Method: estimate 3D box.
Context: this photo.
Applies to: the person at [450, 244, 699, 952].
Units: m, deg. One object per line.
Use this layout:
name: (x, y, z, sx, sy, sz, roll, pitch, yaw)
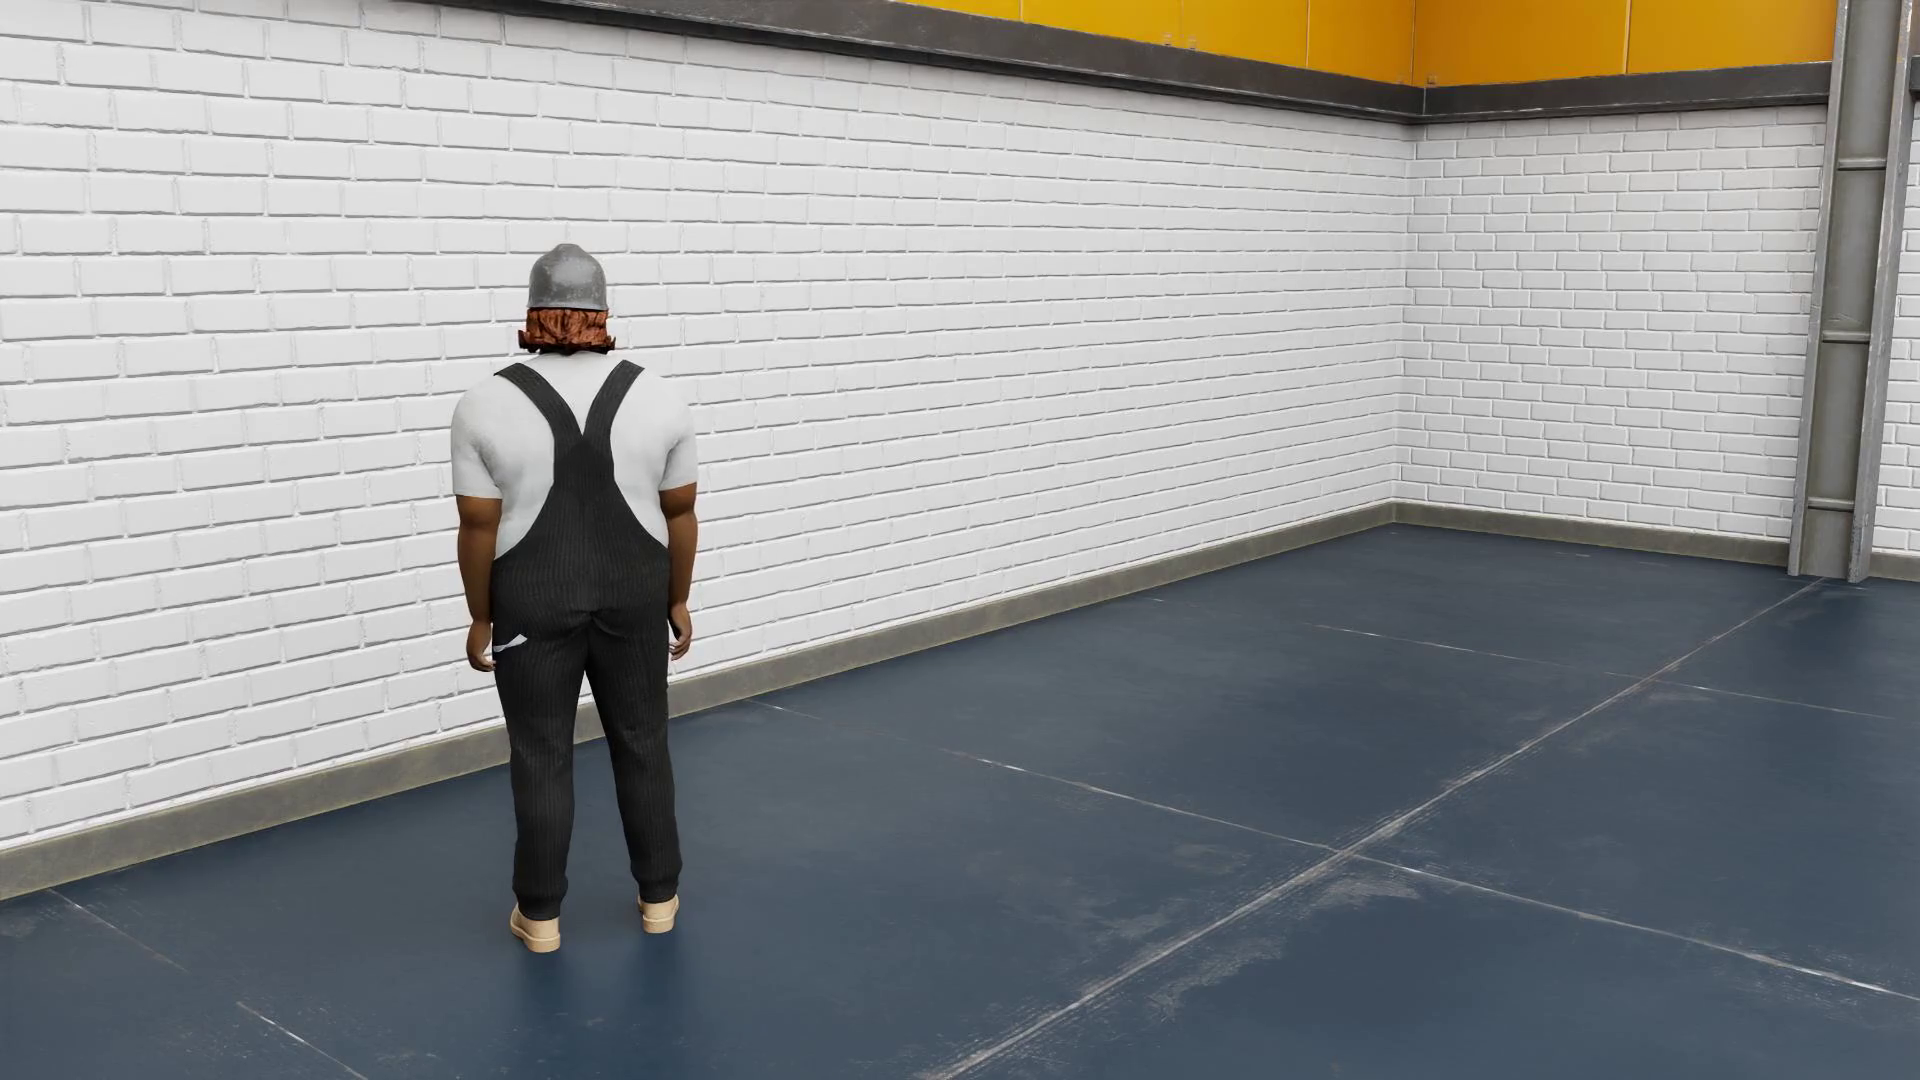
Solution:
person: (-1.119, 0.162, 4.857, 0.688, 2.000, 0.536, -4, 11, -21)
